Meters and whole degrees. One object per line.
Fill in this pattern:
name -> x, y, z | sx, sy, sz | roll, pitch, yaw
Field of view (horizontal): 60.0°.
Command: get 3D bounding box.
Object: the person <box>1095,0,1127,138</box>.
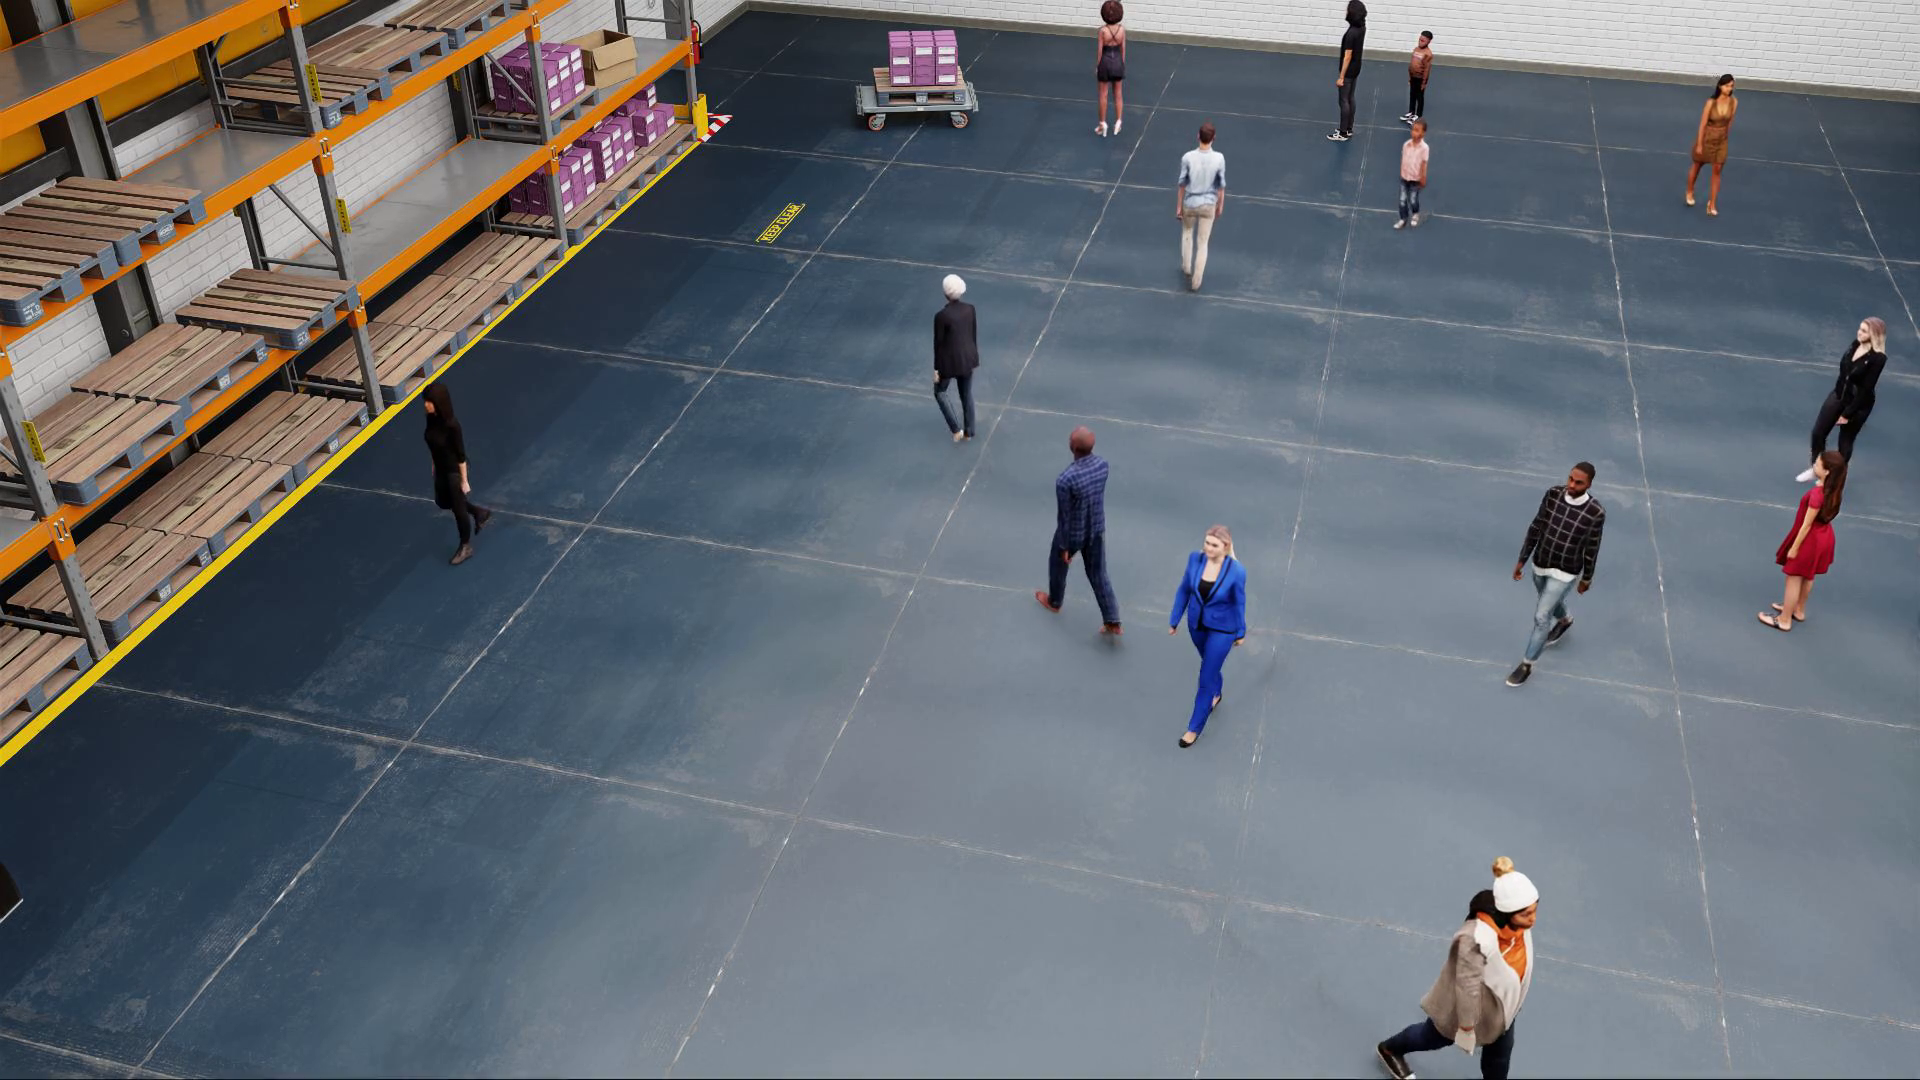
person -> 1.997, -6.265, 22.102 | 0.657, 1.788, 0.686 | -10, 35, -14

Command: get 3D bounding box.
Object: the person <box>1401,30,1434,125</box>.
person -> 6.273, -6.325, 22.673 | 0.651, 1.255, 0.579 | -15, 36, -21

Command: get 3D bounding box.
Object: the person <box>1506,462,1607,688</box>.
person -> 4.505, 0.168, 12.425 | 1.283, 1.787, 1.137 | -23, 40, -30

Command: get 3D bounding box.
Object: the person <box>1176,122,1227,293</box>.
person -> 2.587, -3.577, 18.021 | 0.688, 1.828, 0.883 | 6, 34, 9

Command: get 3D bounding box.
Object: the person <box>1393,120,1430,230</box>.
person -> 5.361, -4.311, 19.602 | 0.630, 1.300, 0.697 | 26, 41, 33

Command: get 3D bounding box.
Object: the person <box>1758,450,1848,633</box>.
person -> 6.598, -0.002, 12.894 | 0.676, 1.551, 0.738 | -26, 41, -33

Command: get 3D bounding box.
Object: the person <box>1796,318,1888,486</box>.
person -> 7.878, -1.184, 14.564 | 0.809, 1.670, 0.743 | -10, 35, -15

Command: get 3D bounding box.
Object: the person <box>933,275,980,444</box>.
person -> 0.049, -1.589, 15.346 | 0.867, 1.774, 0.837 | -18, 38, -25

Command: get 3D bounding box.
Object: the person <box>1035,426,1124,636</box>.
person -> 0.995, -0.040, 12.737 | 1.159, 1.787, 1.202 | -19, 38, -26

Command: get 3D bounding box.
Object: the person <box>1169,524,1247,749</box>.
person -> 1.843, 0.586, 11.900 | 0.898, 1.670, 1.106 | 23, 40, 30

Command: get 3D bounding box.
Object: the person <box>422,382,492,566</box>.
person -> -4.138, -0.604, 13.723 | 0.739, 1.636, 0.860 | 23, 40, 31

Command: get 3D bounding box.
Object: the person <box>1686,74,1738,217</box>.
person -> 8.989, -4.795, 20.006 | 0.768, 1.660, 0.969 | -3, 34, -4

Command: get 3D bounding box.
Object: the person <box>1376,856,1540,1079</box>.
person -> 2.712, 2.400, 9.017 | 1.217, 1.842, 1.174 | -24, 41, -32

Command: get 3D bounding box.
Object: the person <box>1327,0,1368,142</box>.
person -> 5.154, -6.223, 21.996 | 0.761, 1.834, 0.581 | 21, 39, 29
